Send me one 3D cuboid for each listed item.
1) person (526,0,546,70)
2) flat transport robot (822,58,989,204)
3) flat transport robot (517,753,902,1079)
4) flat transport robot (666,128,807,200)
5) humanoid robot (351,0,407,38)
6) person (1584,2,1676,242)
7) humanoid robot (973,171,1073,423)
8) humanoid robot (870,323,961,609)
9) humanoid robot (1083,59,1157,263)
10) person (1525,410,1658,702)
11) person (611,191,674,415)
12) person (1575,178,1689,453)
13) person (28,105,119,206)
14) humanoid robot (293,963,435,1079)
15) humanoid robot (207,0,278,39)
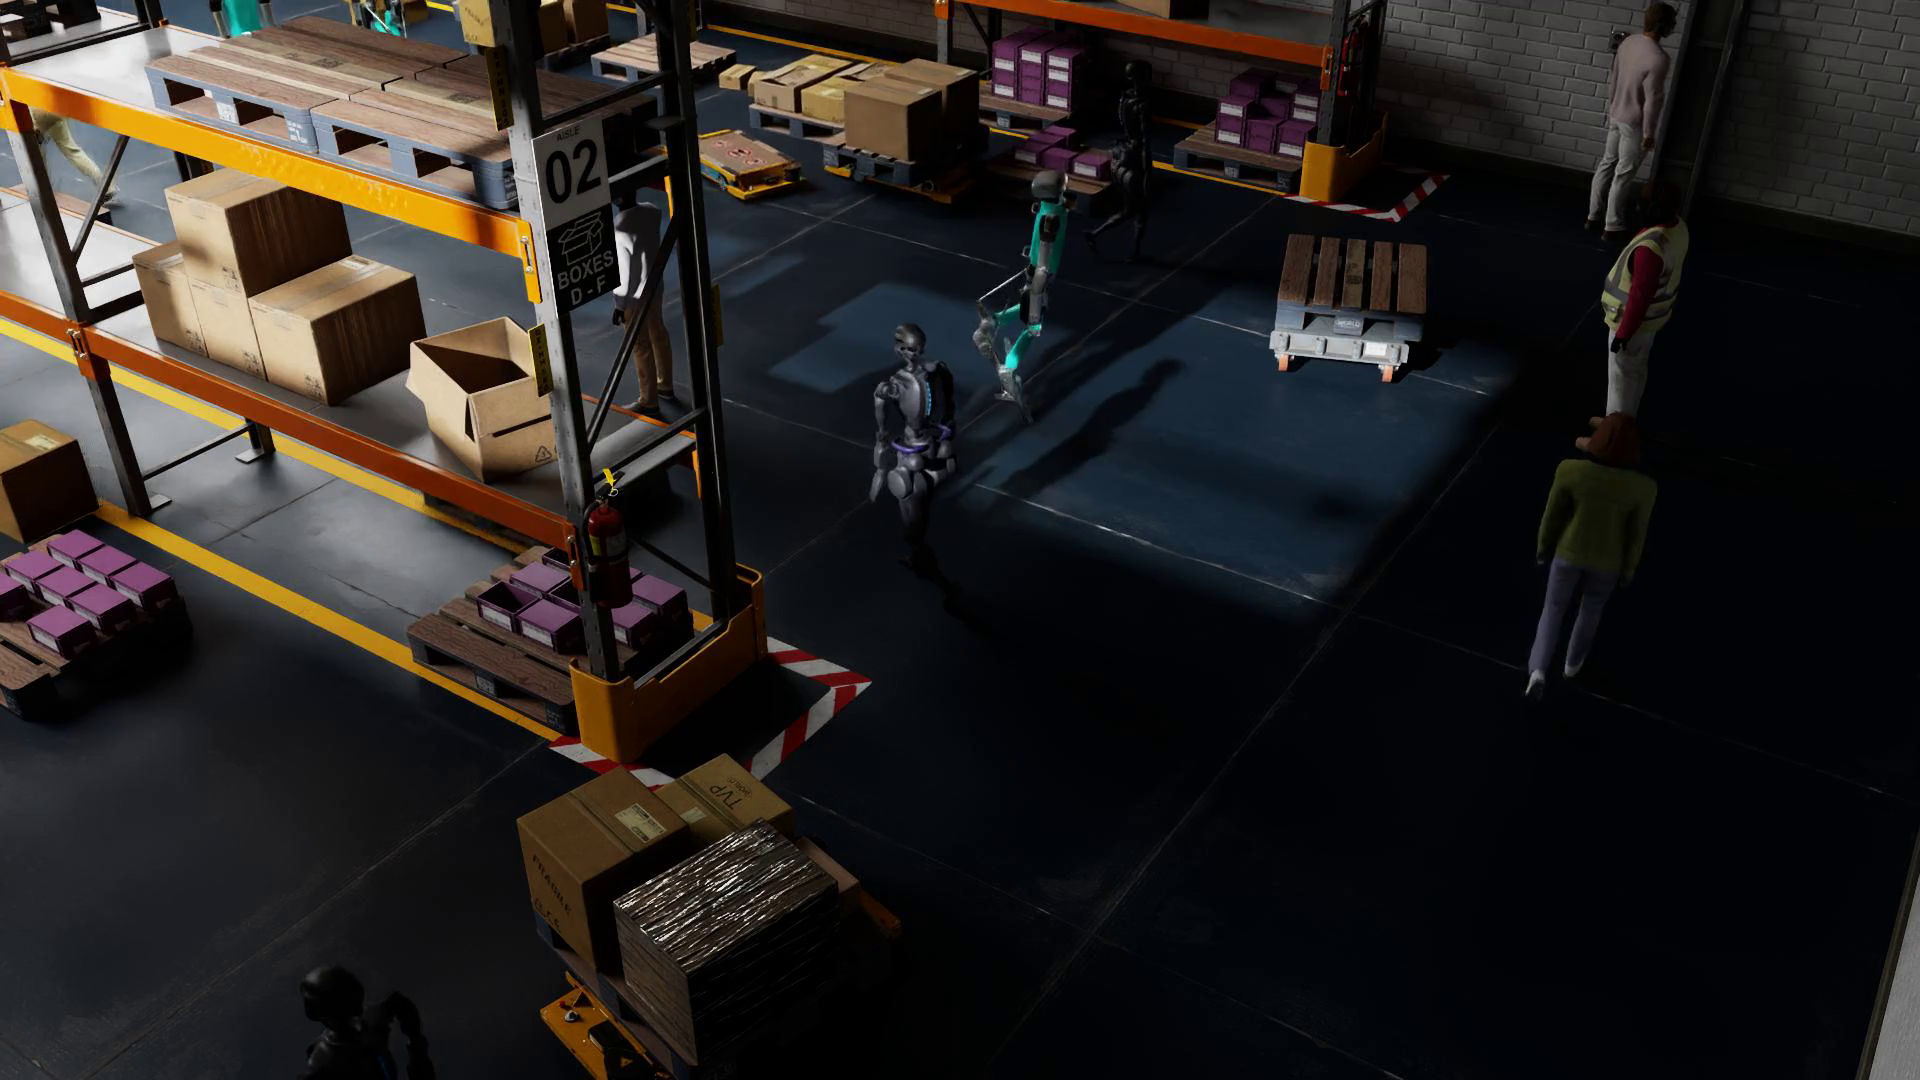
[{"bbox_3d":[-3.931,-4.376,15.072,0.432,1.944,0.481,5,33,7],"label":"person"},{"bbox_3d":[-0.474,-3.364,15.043,1.431,0.231,0.659,21,38,29],"label":"flat transport robot"},{"bbox_3d":[-0.999,1.806,7.097,1.431,0.231,0.659,-26,41,-34],"label":"flat transport robot"},{"bbox_3d":[-2.058,-3.452,15.179,0.659,0.231,1.431,-22,39,-30],"label":"flat transport robot"},{"bbox_3d":[-5.633,-5.136,16.473,0.533,1.767,1.029,-26,41,-34],"label":"humanoid robot"},{"bbox_3d":[5.493,-3.413,13.590,0.371,1.938,0.628,-5,33,-8],"label":"person"},{"bbox_3d":[0.334,-1.541,10.973,0.762,1.867,0.560,5,33,7],"label":"humanoid robot"},{"bbox_3d":[-0.172,-0.422,9.256,0.584,1.633,0.697,-25,41,-33],"label":"humanoid robot"},{"bbox_3d":[1.313,-2.975,13.156,0.510,1.638,0.587,-7,34,-10],"label":"humanoid robot"},{"bbox_3d":[3.177,0.118,8.463,0.506,1.614,0.660,16,36,23],"label":"person"},{"bbox_3d":[-2.165,-1.664,11.078,0.335,1.741,0.562,11,35,17],"label":"person"},{"bbox_3d":[4.291,-1.413,10.603,0.429,1.841,0.632,21,38,29],"label":"person"},{"bbox_3d":[-7.791,-3.628,14.129,0.898,1.707,0.583,3,33,4],"label":"person"},{"bbox_3d":[-1.882,2.028,5.486,0.519,1.654,0.590,15,36,22],"label":"humanoid robot"},{"bbox_3d":[-6.291,-4.200,14.998,0.539,1.798,0.826,-20,38,-28],"label":"humanoid robot"}]
